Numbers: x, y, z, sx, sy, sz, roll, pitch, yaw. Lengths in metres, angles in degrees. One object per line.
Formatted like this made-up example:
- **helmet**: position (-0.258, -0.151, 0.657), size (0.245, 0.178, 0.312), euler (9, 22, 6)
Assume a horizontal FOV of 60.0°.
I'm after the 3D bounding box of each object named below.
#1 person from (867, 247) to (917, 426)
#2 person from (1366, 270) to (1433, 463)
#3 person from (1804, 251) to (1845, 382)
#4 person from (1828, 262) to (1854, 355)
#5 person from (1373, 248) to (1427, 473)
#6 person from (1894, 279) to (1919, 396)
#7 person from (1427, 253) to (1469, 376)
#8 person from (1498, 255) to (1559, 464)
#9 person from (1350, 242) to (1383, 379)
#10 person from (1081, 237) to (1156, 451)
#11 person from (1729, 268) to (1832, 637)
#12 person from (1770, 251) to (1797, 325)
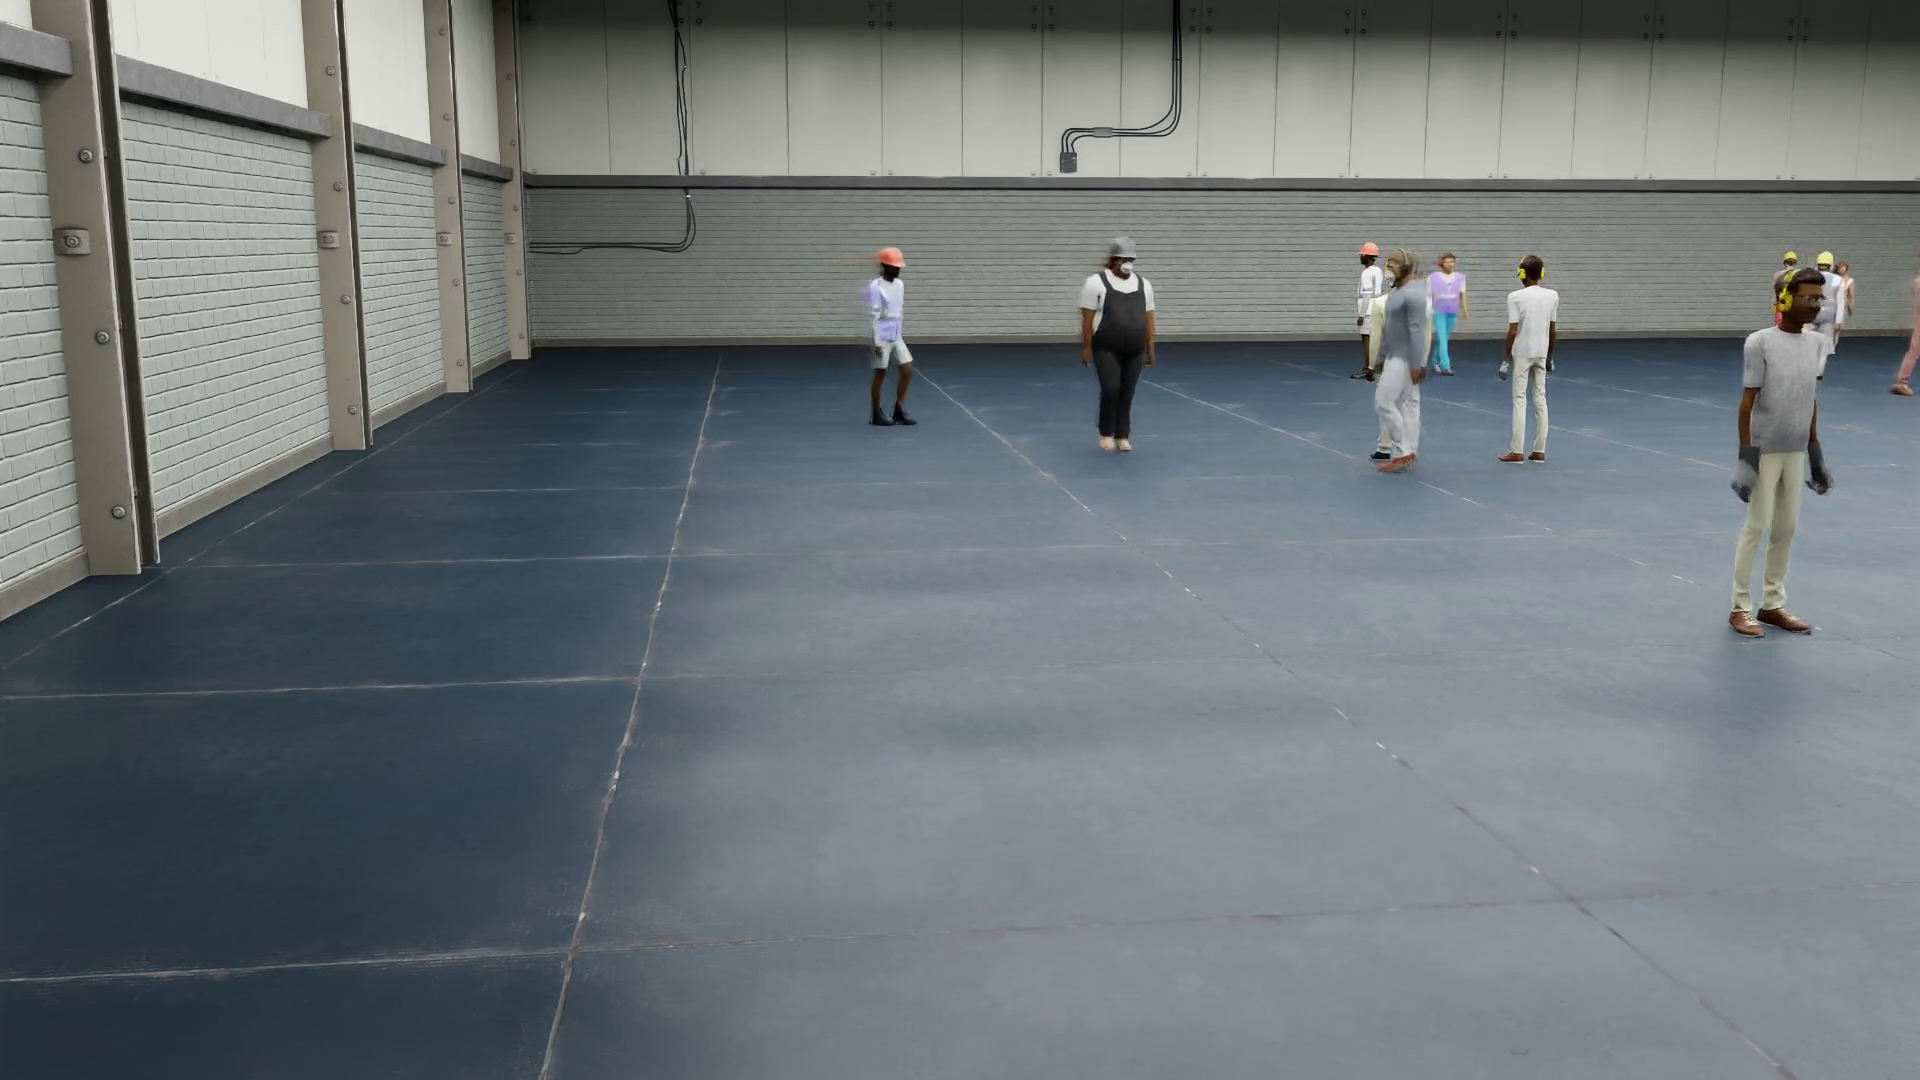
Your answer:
- **person**: position (-0.720, -2.142, 17.671), size (0.685, 1.906, 0.560), euler (8, 13, 38)
- **person**: position (3.925, -1.604, 14.929), size (0.588, 1.835, 0.403), euler (-2, 11, -12)
- **person**: position (11.990, -3.108, 23.203), size (0.594, 1.823, 0.526), euler (8, 13, 36)
- **person**: position (15.133, -4.011, 28.773), size (0.541, 1.601, 0.822), euler (3, 11, 15)
- **person**: position (3.712, -1.523, 14.256), size (0.507, 1.918, 0.651), euler (0, 10, 1)
- **person**: position (12.300, -2.712, 20.963), size (0.648, 1.856, 0.984), euler (-4, 11, -19)
- **person**: position (7.171, -3.337, 24.581), size (0.585, 1.796, 1.008), euler (-1, 10, -7)
- **person**: position (5.089, -1.613, 14.903), size (0.518, 1.865, 0.327), euler (-2, 11, -12)
- **person**: position (5.807, -3.259, 23.709), size (0.348, 1.943, 0.543), euler (6, 12, 31)
- **person**: position (1.525, -1.833, 15.622), size (0.712, 2.000, 0.581), euler (-4, 11, -19)
- **person**: position (4.191, -0.440, 8.478), size (0.598, 1.859, 0.332), euler (-4, 11, -22)
- **person**: position (14.358, -4.116, 28.889), size (0.523, 1.769, 0.314), euler (1, 10, 7)
